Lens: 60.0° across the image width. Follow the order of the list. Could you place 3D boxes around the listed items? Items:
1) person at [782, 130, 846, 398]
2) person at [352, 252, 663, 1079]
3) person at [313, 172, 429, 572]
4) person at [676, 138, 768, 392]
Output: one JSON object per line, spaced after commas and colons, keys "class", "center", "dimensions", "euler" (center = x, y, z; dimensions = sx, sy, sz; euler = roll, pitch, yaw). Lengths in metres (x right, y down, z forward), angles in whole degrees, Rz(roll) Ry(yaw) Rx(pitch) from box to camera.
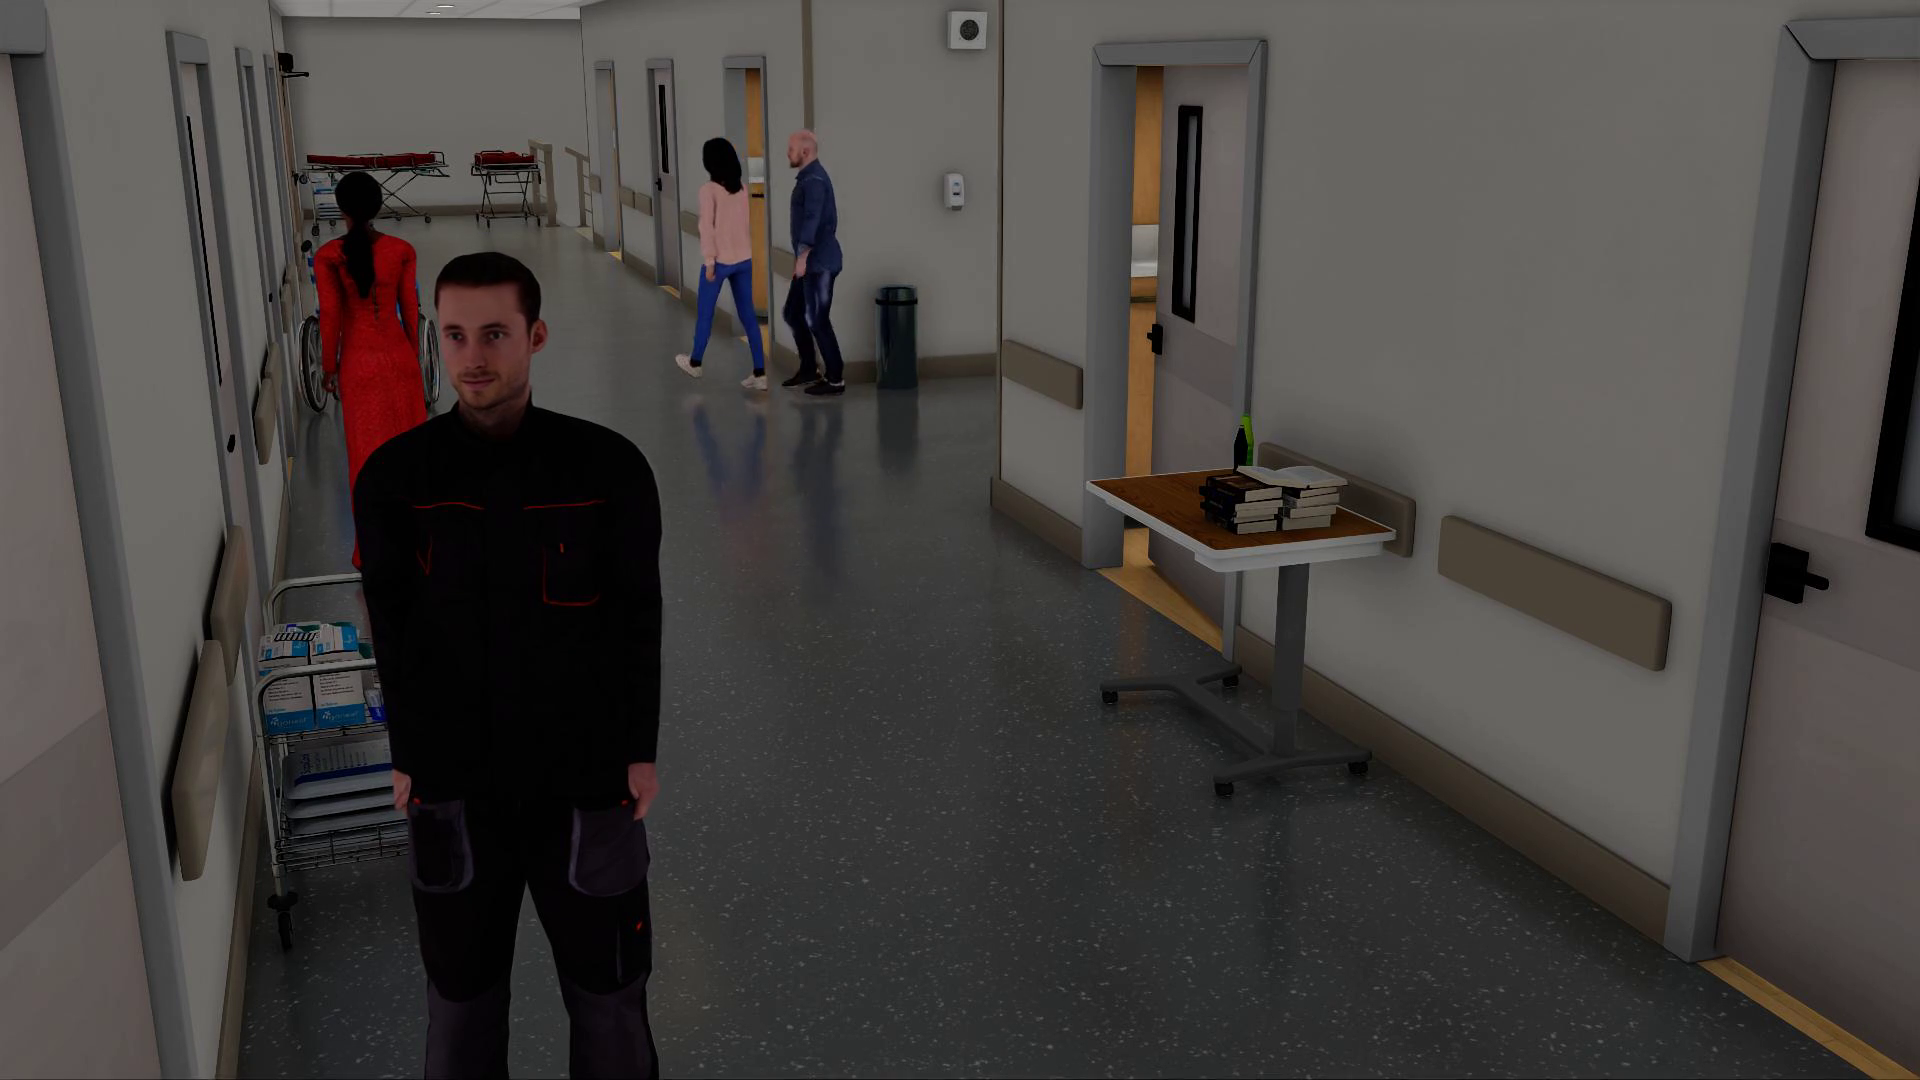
{"class": "person", "center": [-0.910, -1.869, 11.390], "dimensions": [0.848, 1.806, 0.683], "euler": [-2, 16, -6]}
{"class": "person", "center": [-0.804, 0.428, 3.040], "dimensions": [0.737, 1.915, 0.666], "euler": [-2, 16, -7]}
{"class": "person", "center": [-2.586, -0.727, 7.382], "dimensions": [0.714, 1.783, 0.722], "euler": [-14, 21, -41]}
{"class": "person", "center": [-1.561, -1.871, 11.558], "dimensions": [0.983, 1.718, 1.227], "euler": [-15, 21, -42]}
